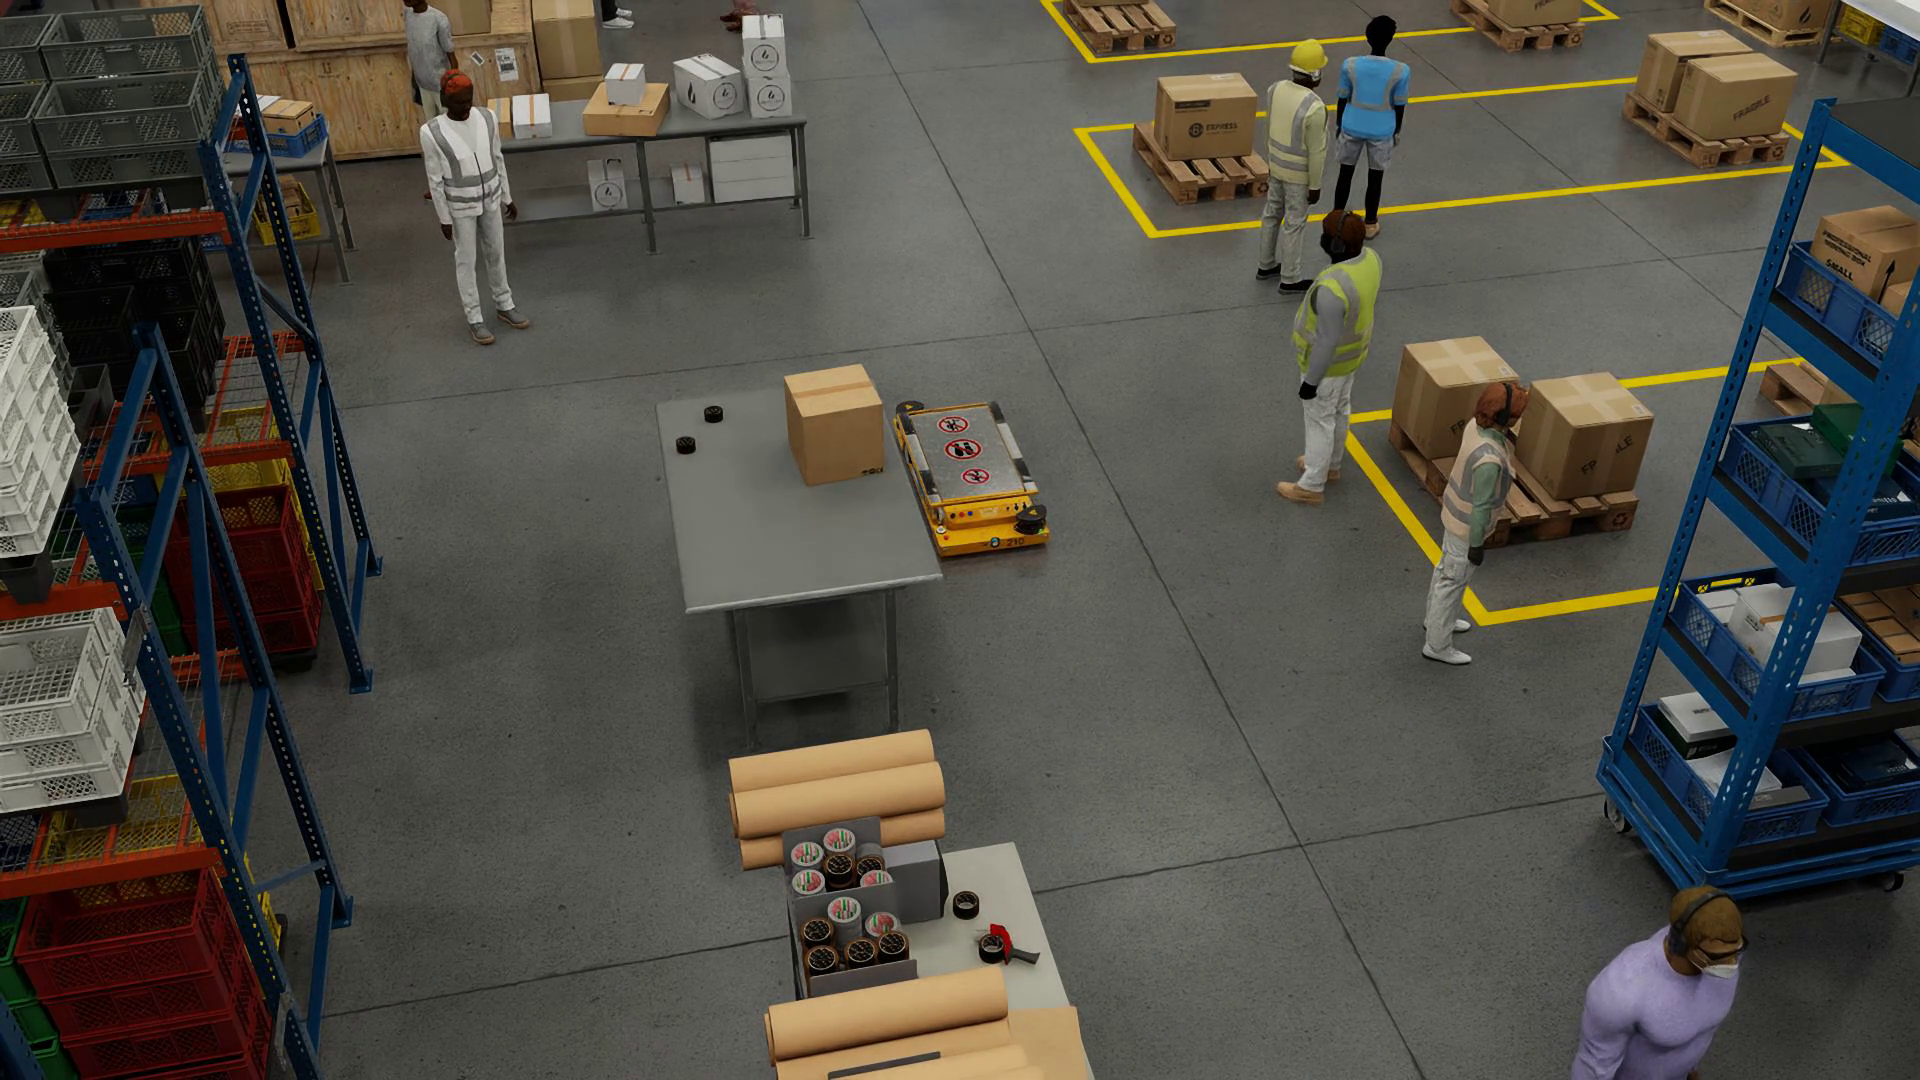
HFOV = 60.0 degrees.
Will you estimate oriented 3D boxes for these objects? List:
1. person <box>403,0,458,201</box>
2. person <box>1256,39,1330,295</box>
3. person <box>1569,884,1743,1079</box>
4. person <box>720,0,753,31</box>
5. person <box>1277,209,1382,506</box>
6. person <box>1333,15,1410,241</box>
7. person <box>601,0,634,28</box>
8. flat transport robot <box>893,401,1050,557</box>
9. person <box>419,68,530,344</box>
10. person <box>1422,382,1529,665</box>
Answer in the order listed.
[{"bbox_3d":[-4.083,-3.500,12.905,0.511,1.872,0.329,21,41,26],"label":"person"},{"bbox_3d":[2.378,-2.634,11.769,0.404,1.837,0.592,-18,40,-22],"label":"person"},{"bbox_3d":[2.289,1.851,5.656,0.627,1.940,0.371,-19,41,-24],"label":"person"},{"bbox_3d":[-2.318,-5.968,16.226,0.464,1.866,0.673,-7,37,-9],"label":"person"},{"bbox_3d":[2.133,-1.057,9.646,0.429,1.839,0.634,21,42,26],"label":"person"},{"bbox_3d":[3.060,-3.088,12.500,0.535,1.694,0.319,16,40,20],"label":"person"},{"bbox_3d":[-3.452,-5.981,16.206,0.383,1.912,0.585,-8,37,-10],"label":"person"},{"bbox_3d":[0.046,-0.430,10.108,0.652,0.197,1.431,-8,37,-10],"label":"flat transport robot"},{"bbox_3d":[-3.269,-2.252,11.217,0.356,1.883,0.573,29,46,33],"label":"person"},{"bbox_3d":[2.613,-0.092,8.523,0.313,1.634,0.514,6,37,8],"label":"person"}]
